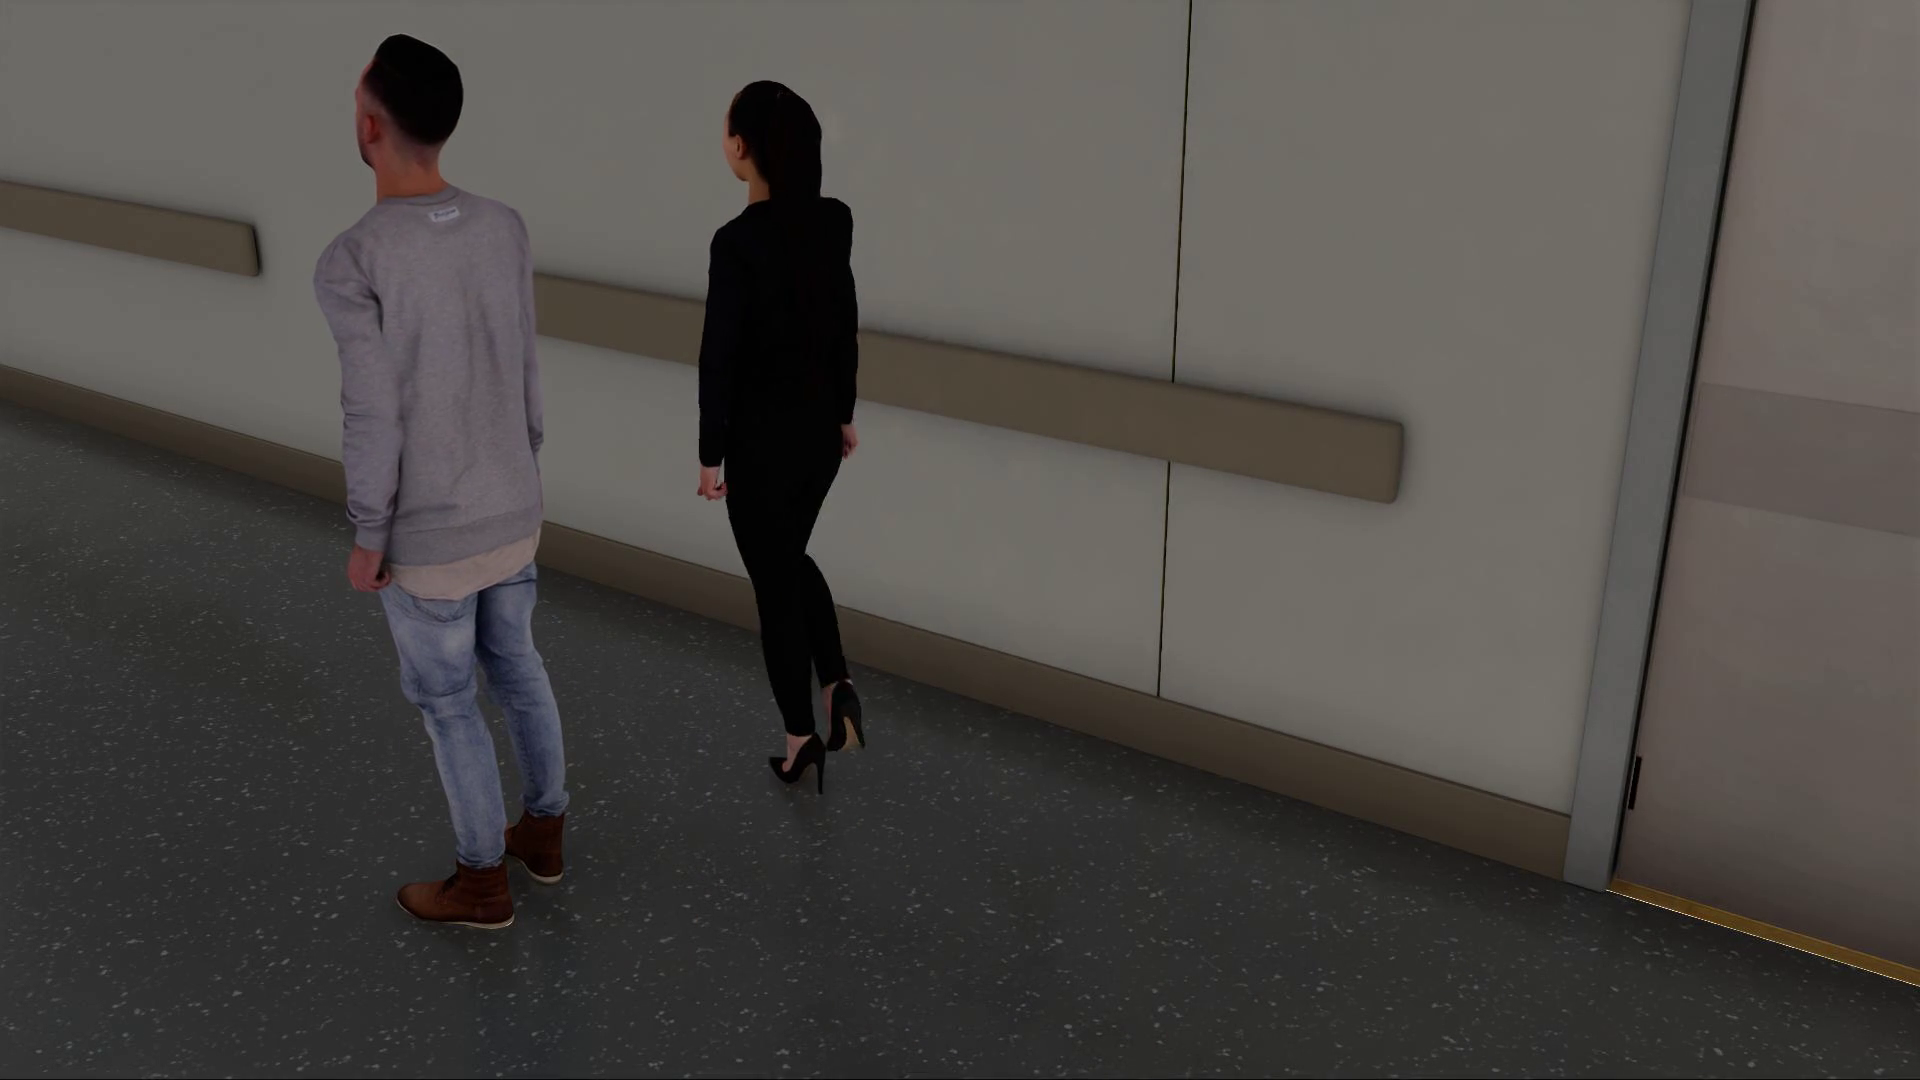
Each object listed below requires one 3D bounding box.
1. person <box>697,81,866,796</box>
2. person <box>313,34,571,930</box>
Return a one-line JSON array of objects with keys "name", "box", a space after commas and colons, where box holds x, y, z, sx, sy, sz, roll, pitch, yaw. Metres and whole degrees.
[{"name": "person", "box": [-0.344, -0.177, 3.832, 0.665, 1.707, 0.559, 16, 26, 36]}, {"name": "person", "box": [-1.023, -0.073, 3.370, 0.756, 1.840, 0.531, 11, 24, 28]}]
